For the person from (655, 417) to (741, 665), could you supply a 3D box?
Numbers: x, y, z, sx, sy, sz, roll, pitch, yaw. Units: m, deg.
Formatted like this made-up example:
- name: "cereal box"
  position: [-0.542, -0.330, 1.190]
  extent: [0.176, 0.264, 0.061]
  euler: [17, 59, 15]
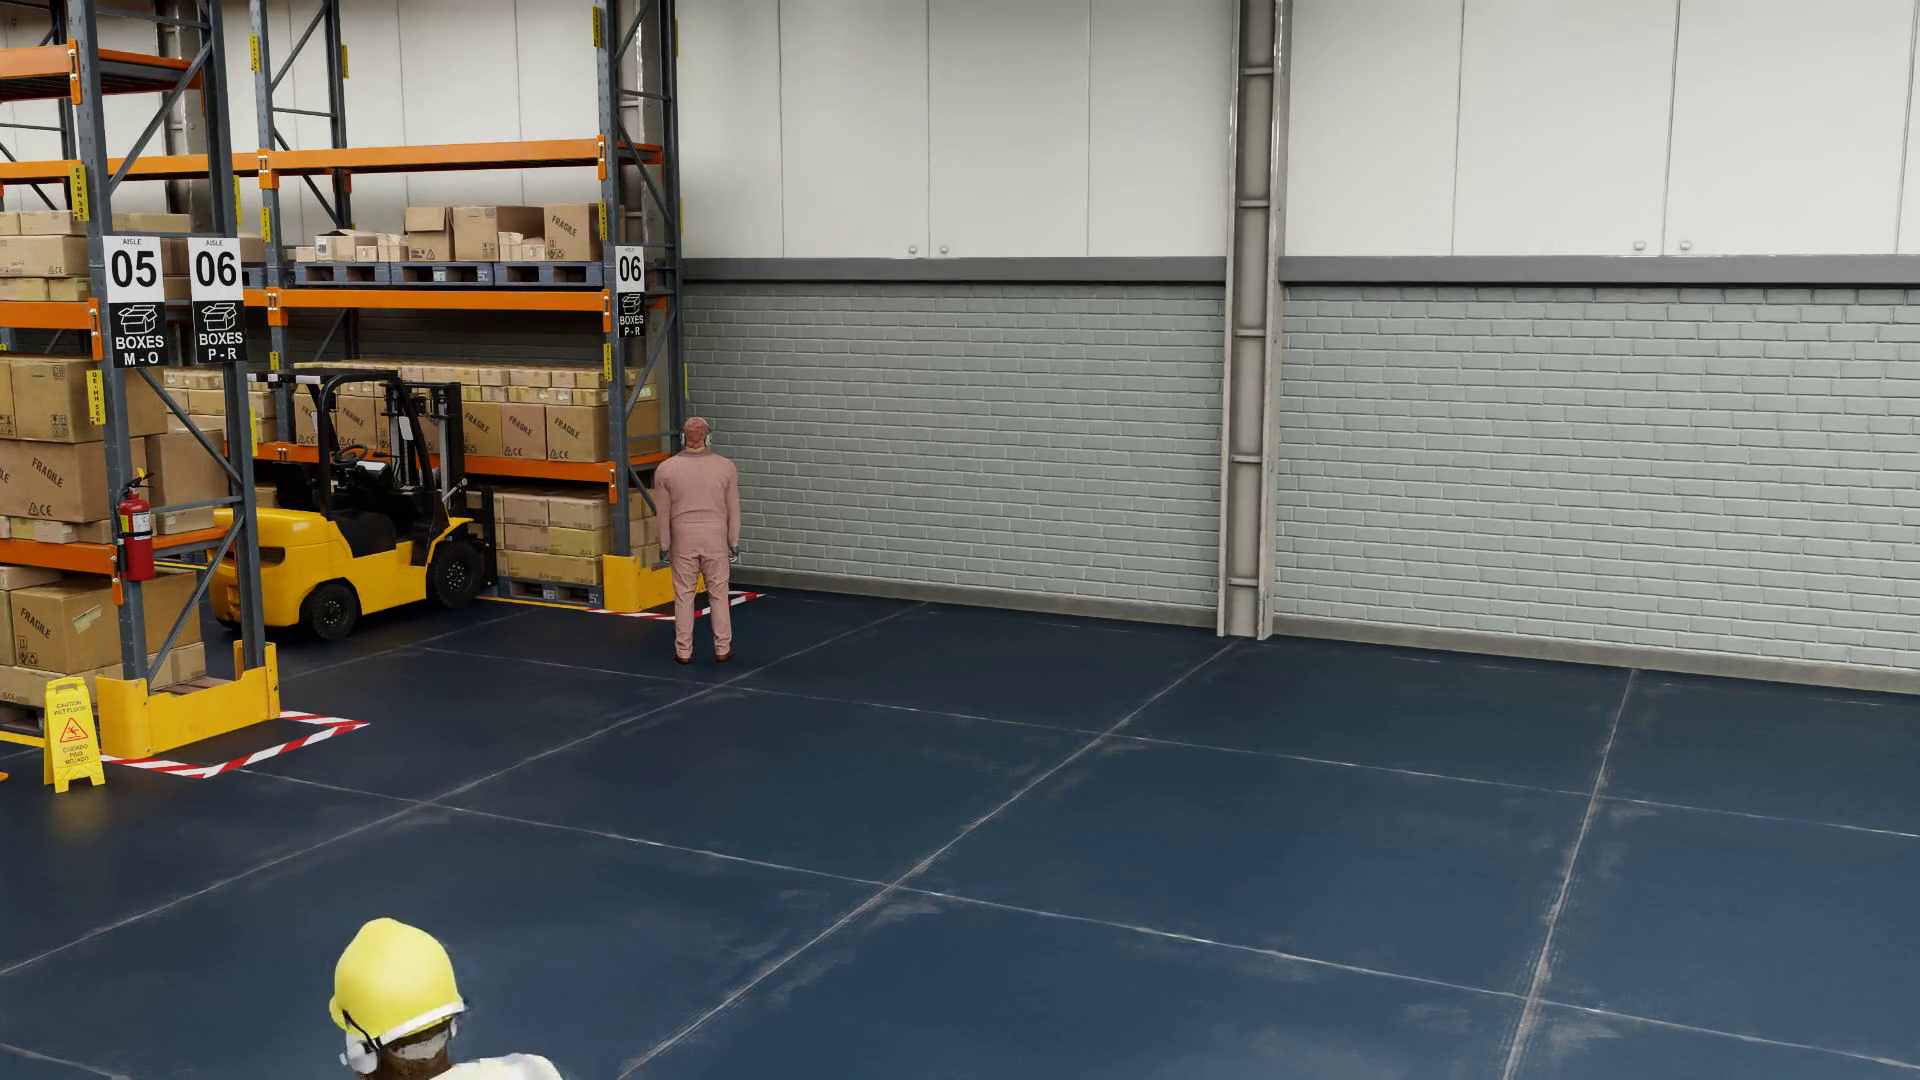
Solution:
- name: "person"
  position: [-2.005, 0.008, 12.785]
  extent: [0.644, 1.908, 0.408]
  euler: [-2, 9, -10]

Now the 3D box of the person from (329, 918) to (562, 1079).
- name: "person"
  position: [-0.988, 1.616, 3.219]
  extent: [0.599, 1.811, 0.714]
  euler: [-8, 12, -40]
